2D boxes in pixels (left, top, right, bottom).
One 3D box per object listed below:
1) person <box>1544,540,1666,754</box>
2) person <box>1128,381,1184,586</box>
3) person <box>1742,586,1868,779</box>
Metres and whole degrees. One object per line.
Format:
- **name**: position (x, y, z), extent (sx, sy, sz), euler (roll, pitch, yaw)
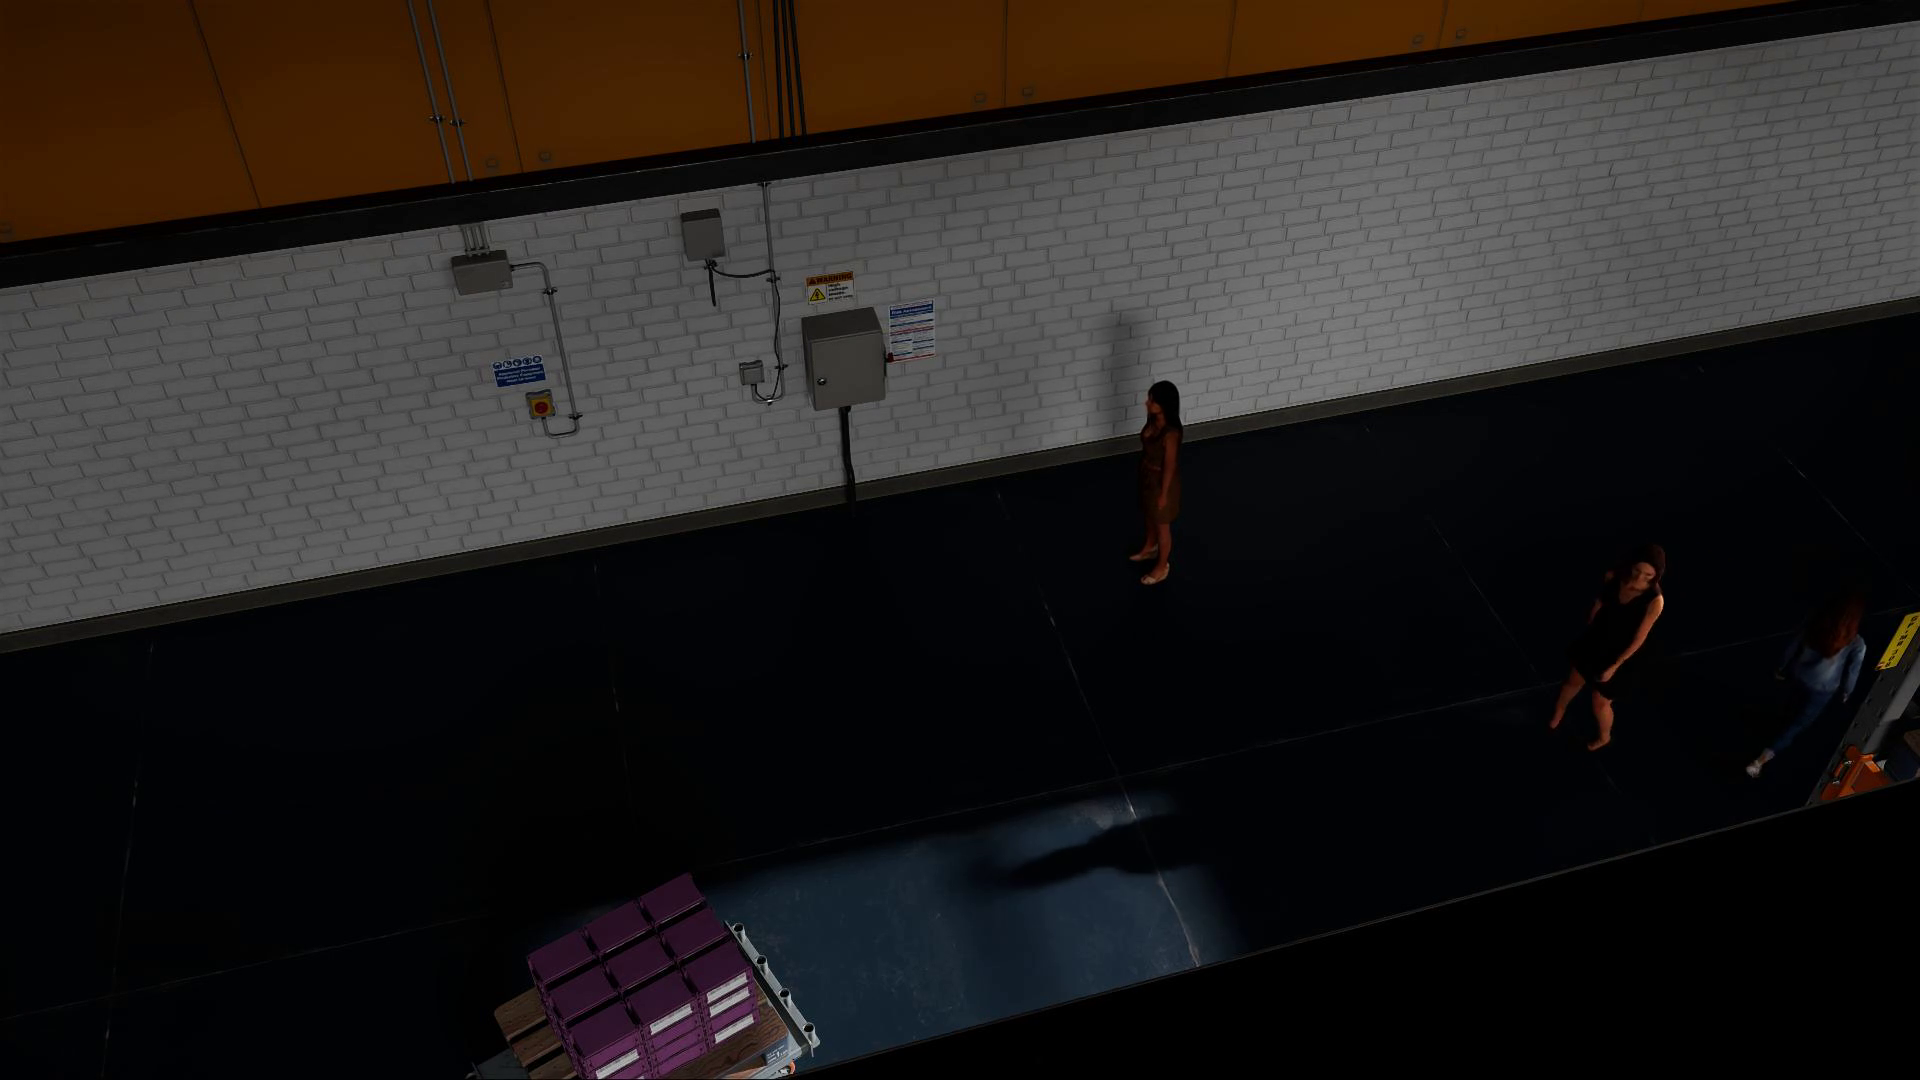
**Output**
- **person**: position (3.994, 0.687, 10.051), extent (0.764, 1.814, 0.676), euler (-20, 47, -20)
- **person**: position (1.350, -0.399, 11.283), extent (0.618, 1.687, 0.453), euler (-13, 45, -13)
- **person**: position (5.141, 0.885, 10.105), extent (0.841, 1.453, 0.991), euler (-25, 49, -24)
